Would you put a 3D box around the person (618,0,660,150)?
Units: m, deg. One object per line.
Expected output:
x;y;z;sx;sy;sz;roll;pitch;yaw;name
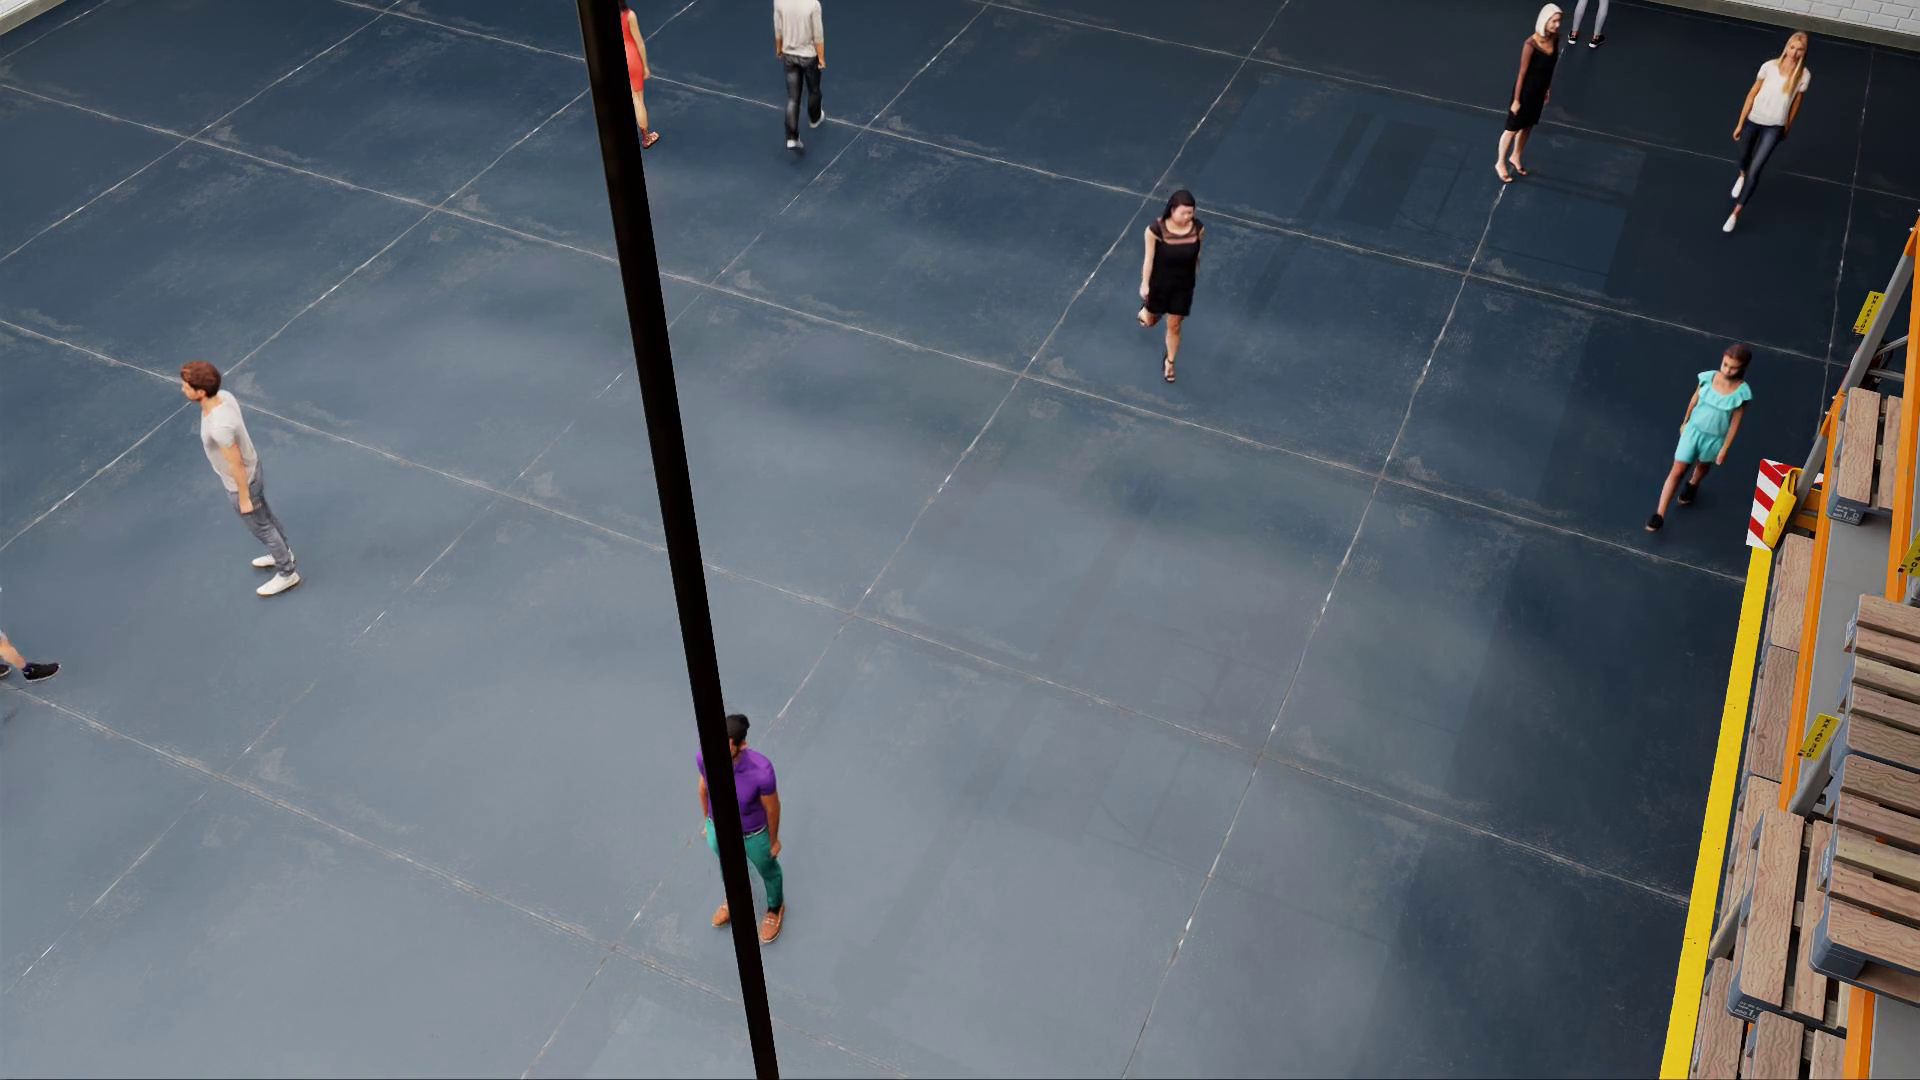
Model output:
-3.177;-4.509;15.741;0.646;1.718;0.617;6;44;6;person

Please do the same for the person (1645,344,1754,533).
5.413;-0.789;11.983;0.733;1.515;1.090;30;51;27;person

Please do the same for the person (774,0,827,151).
-1.538;-4.540;15.726;0.830;1.785;1.193;8;44;9;person

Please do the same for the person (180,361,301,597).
-4.894;-0.440;11.341;0.783;1.896;0.740;-17;46;-17;person

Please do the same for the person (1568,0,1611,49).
6.696;-5.985;17.285;0.557;1.726;0.527;20;47;20;person

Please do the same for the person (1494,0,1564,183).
5.245;-4.125;15.319;0.628;1.745;0.728;-23;48;-22;person

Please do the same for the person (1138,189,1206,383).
1.628;-2.066;13.195;0.932;1.692;1.057;-6;44;-6;person

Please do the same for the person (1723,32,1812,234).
7.203;-3.729;14.884;0.747;1.771;1.213;26;50;25;person

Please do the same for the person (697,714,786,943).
-1.215;1.588;9.305;0.640;1.768;0.587;13;45;13;person
